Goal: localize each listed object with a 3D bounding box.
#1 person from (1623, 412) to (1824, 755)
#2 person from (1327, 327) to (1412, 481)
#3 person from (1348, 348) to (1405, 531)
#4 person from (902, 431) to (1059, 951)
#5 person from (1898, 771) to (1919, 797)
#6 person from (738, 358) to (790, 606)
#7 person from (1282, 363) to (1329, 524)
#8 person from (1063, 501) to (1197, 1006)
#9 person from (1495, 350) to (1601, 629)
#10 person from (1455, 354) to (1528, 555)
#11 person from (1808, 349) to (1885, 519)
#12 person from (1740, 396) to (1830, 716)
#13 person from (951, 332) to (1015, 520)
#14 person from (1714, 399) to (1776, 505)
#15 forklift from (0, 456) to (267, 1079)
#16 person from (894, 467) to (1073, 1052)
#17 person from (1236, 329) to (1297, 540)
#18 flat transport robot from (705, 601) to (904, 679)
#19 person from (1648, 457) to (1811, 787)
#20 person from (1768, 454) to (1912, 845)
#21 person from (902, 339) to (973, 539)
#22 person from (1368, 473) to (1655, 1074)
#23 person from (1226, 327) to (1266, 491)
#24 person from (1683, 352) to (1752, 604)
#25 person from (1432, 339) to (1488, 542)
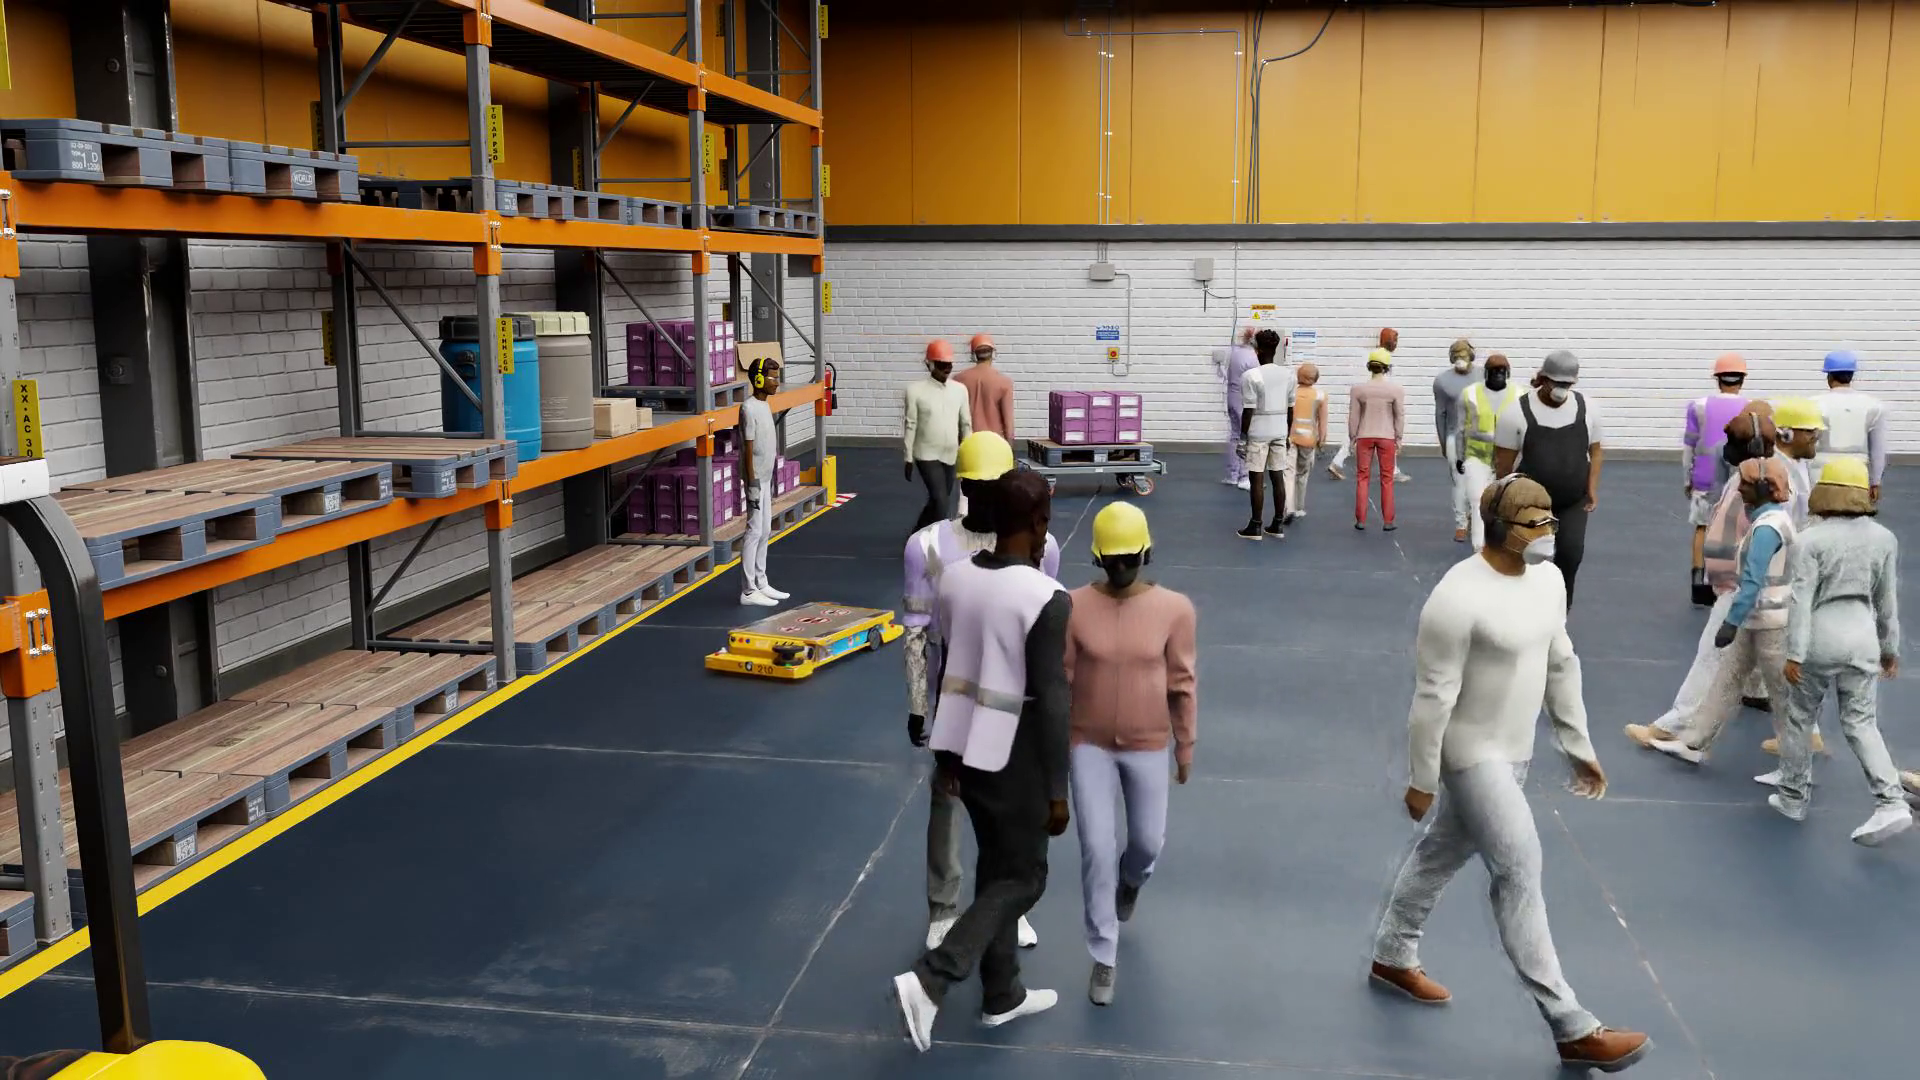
[{"bbox_3d":[4.034,0.235,8.581,0.980,1.791,0.647,3,10,18],"label":"person"},{"bbox_3d":[4.869,-1.603,19.756,0.975,1.851,0.606,-1,9,-4],"label":"person"},{"bbox_3d":[4.016,-0.968,16.062,0.524,1.769,0.326,3,10,21],"label":"person"},{"bbox_3d":[0.083,0.560,6.136,0.588,1.930,0.364,-2,9,-11],"label":"person"},{"bbox_3d":[4.953,0.301,7.652,1.076,1.968,0.698,-2,9,-9],"label":"person"},{"bbox_3d":[-1.493,-0.434,12.504,0.334,1.858,0.508,2,9,10],"label":"person"},{"bbox_3d":[3.363,-0.964,16.572,0.571,1.598,0.835,3,10,19],"label":"person"},{"bbox_3d":[0.566,0.699,5.904,0.528,1.734,0.678,0,9,3],"label":"person"},{"bbox_3d":[4.040,-0.358,11.459,0.701,2.000,0.830,1,9,6],"label":"person"},{"bbox_3d":[4.677,-0.731,14.574,0.631,1.787,0.998,2,9,11],"label":"person"},{"bbox_3d":[6.479,-0.451,12.372,0.625,1.921,0.634,1,9,5],"label":"person"},{"bbox_3d":[4.602,0.099,9.319,0.622,1.816,0.429,-9,13,-43],"label":"person"},{"bbox_3d":[0.190,-0.884,14.949,0.621,1.964,0.752,2,9,12],"label":"person"},{"bbox_3d":[5.470,-0.170,11.595,0.406,1.620,0.504,-7,12,-37],"label":"person"},{"bbox_3d":[-2.328,0.975,2.765,2.313,2.155,1.214,1,9,9],"label":"forklift"},{"bbox_3d":[0.060,0.716,5.331,0.671,1.888,0.648,-7,12,-37],"label":"person"},{"bbox_3d":[2.849,-0.982,15.531,0.613,1.965,0.361,-5,10,-27],"label":"person"},{"bbox_3d":[-0.982,0.629,10.810,0.652,0.197,1.431,4,10,26],"label":"flat transport robot"},{"bbox_3d":[3.814,0.397,8.127,0.798,1.603,0.522,4,10,24],"label":"person"},{"bbox_3d":[3.924,0.481,7.332,0.526,1.701,0.803,0,9,-3],"label":"person"},{"bbox_3d":[-0.215,-0.733,14.070,0.622,1.954,1.001,-6,11,-33],"label":"person"},{"bbox_3d":[1.765,0.716,5.370,0.631,1.873,1.065,-9,13,-44],"label":"person"},{"bbox_3d":[3.305,-1.526,19.221,0.396,1.875,0.814,-2,9,-12],"label":"person"},{"bbox_3d":[5.646,-0.430,12.334,0.555,1.907,0.595,5,11,29],"label":"person"},{"bbox_3d":[4.780,-0.966,15.728,0.640,1.883,1.053,3,10,15],"label":"person"}]
